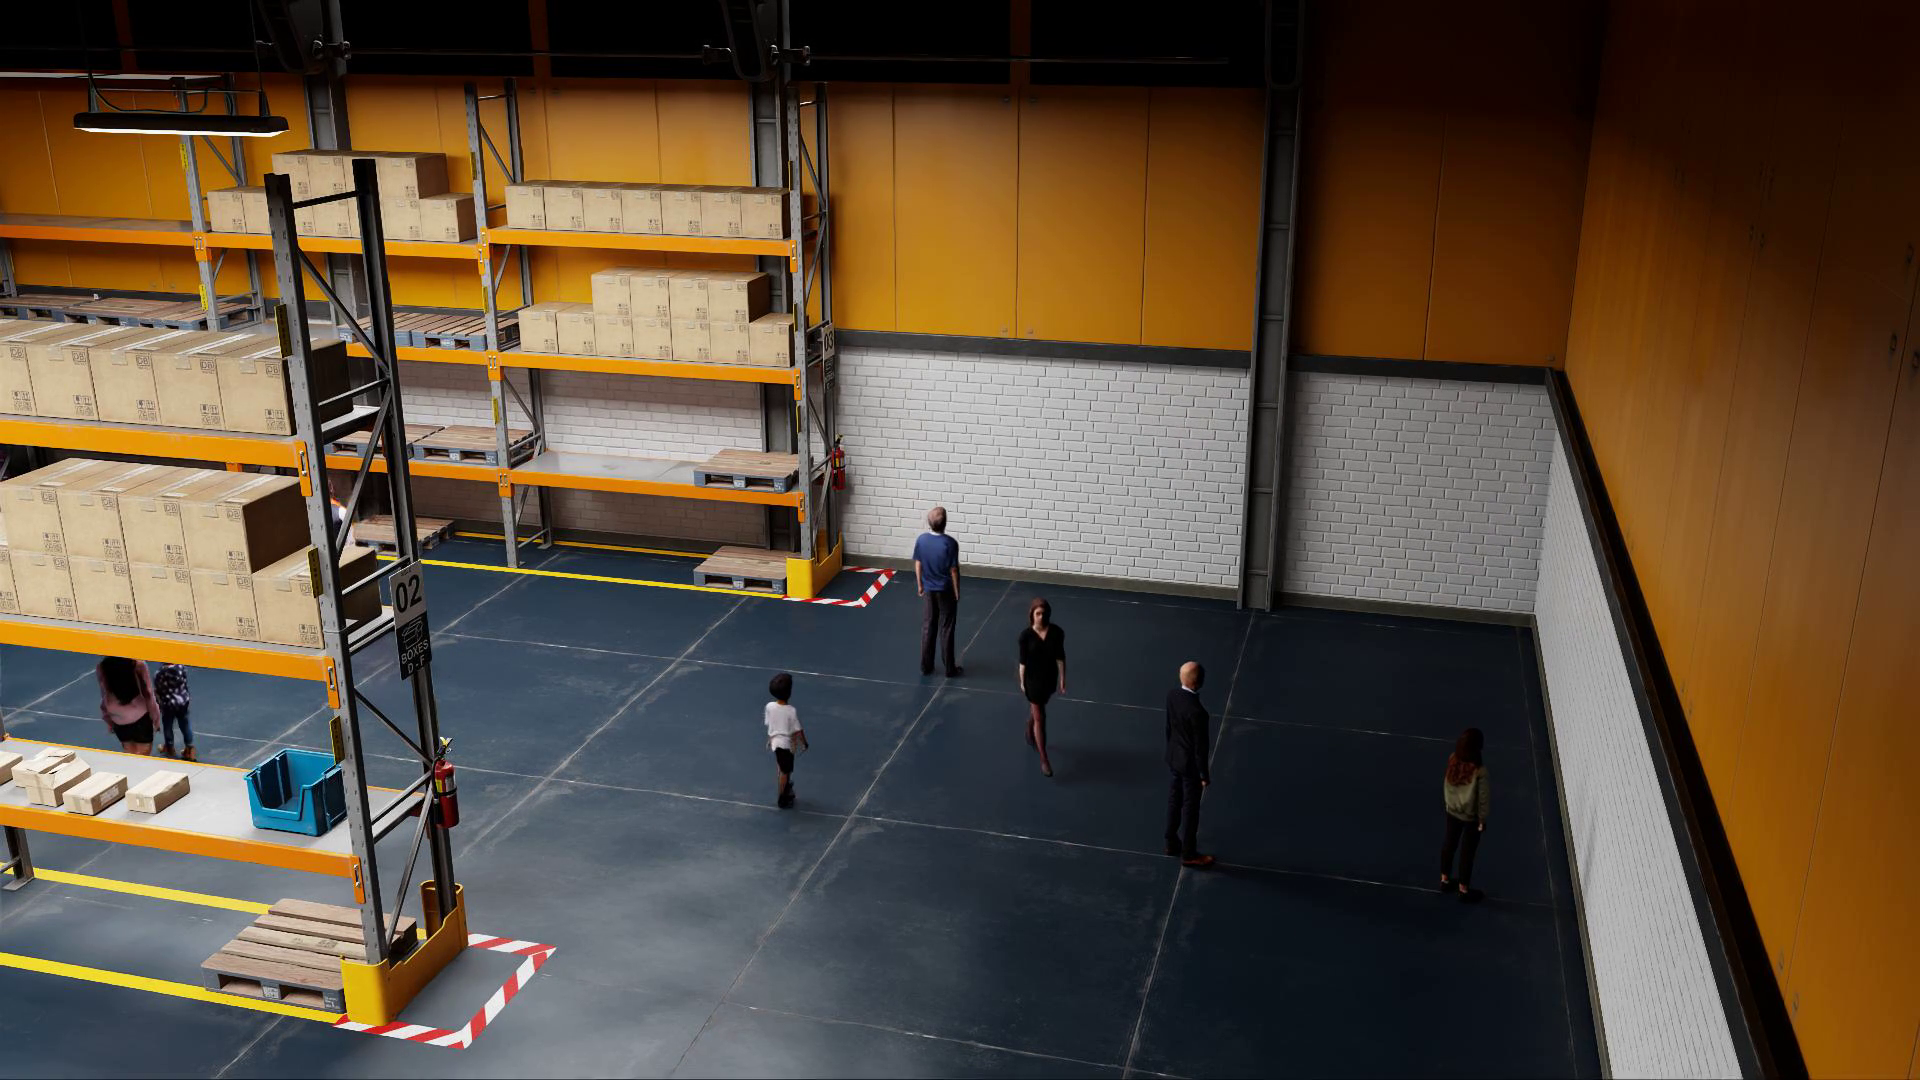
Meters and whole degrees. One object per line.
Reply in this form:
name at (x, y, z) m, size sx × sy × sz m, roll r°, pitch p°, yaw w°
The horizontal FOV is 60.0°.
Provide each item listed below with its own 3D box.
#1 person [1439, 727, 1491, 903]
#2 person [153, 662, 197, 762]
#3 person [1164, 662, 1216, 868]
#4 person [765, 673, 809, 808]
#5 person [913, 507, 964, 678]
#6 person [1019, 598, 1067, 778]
person at (4.081, 2.201, 13.450) m, size 0.702 × 1.475 × 0.641 m, roll -10°, pitch 21°, yaw -28°
person at (-7.449, 1.531, 15.813) m, size 0.755 × 1.236 × 0.638 m, roll 13°, pitch 22°, yaw 33°
person at (1.904, 1.859, 13.954) m, size 0.808 × 1.800 × 0.762 m, roll -9°, pitch 21°, yaw -25°
person at (-1.608, 1.821, 14.930) m, size 0.602 × 1.249 × 0.628 m, roll 10°, pitch 21°, yaw 28°
person at (-0.226, 0.546, 17.743) m, size 0.527 × 1.870 × 0.747 m, roll 8°, pitch 20°, yaw 22°
person at (0.746, 1.331, 15.761) m, size 1.118 × 1.648 × 1.034 m, roll -5°, pitch 19°, yaw -15°
